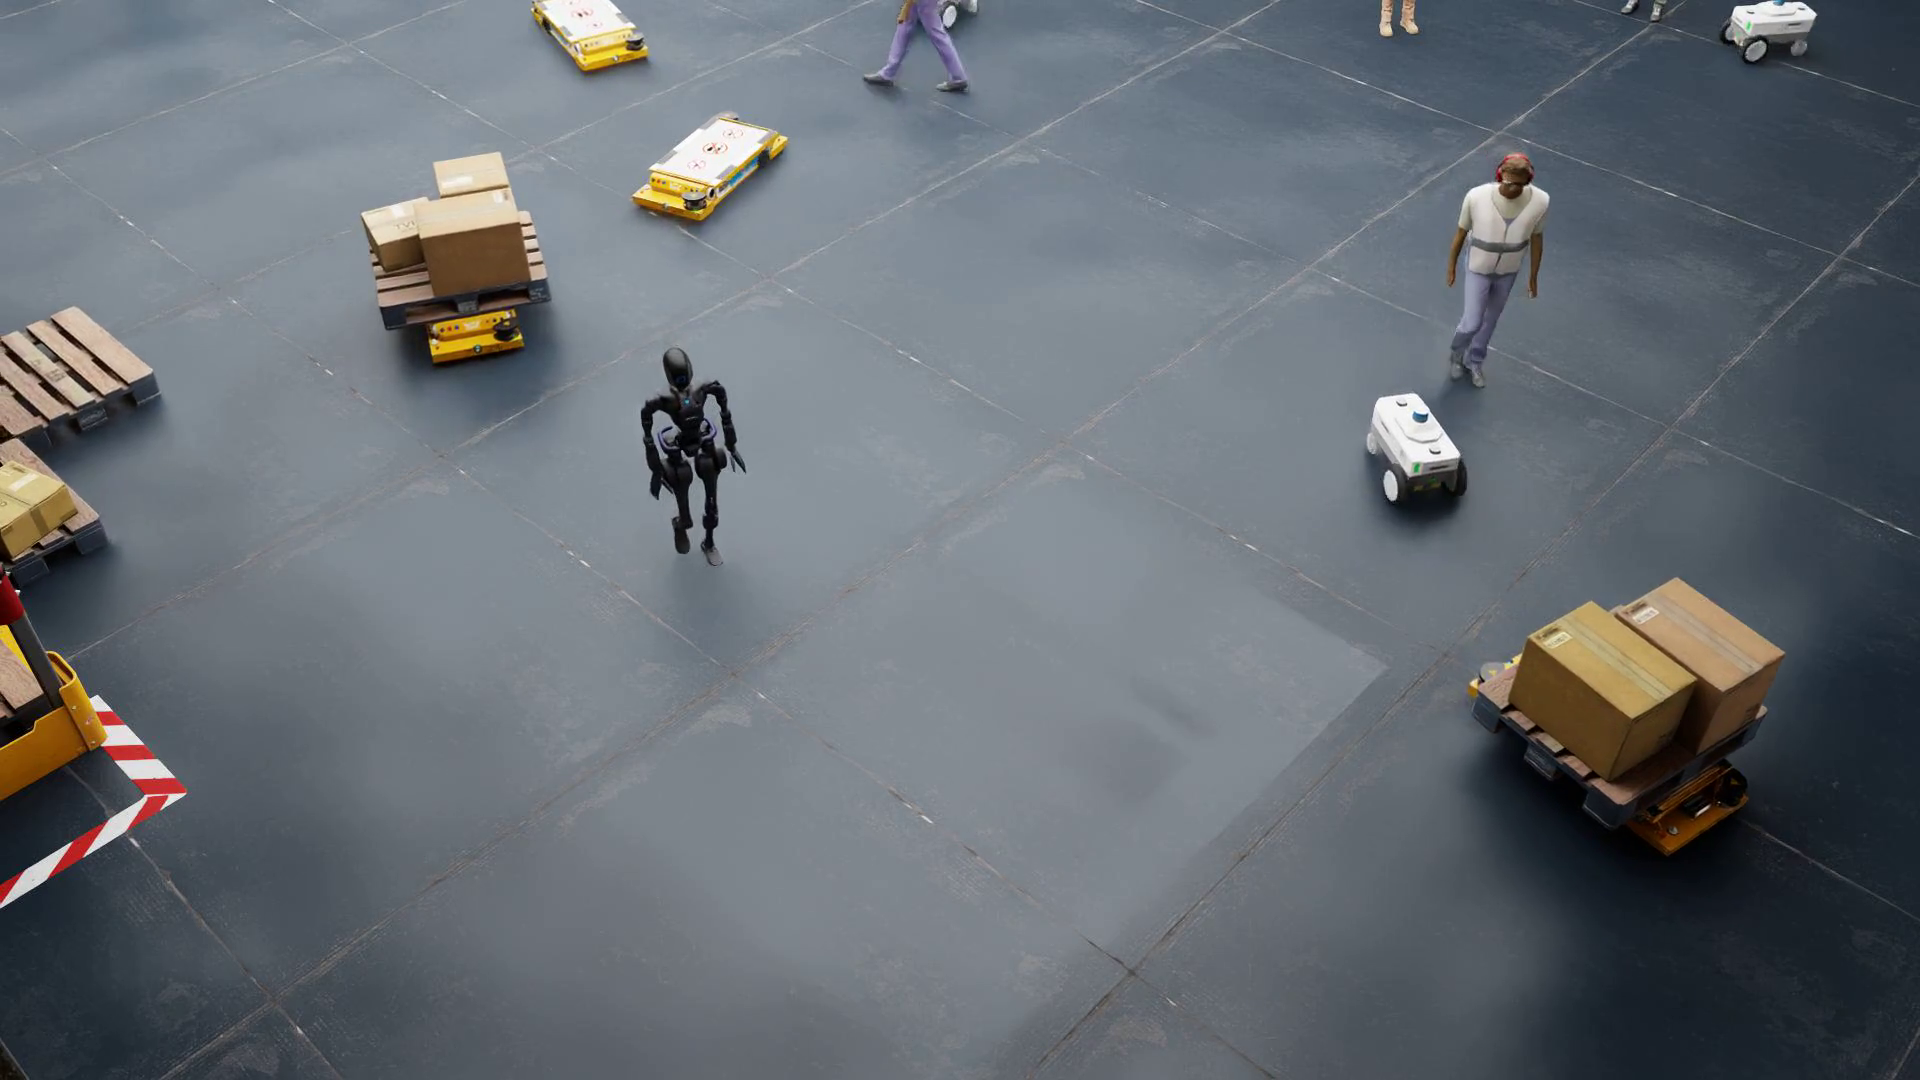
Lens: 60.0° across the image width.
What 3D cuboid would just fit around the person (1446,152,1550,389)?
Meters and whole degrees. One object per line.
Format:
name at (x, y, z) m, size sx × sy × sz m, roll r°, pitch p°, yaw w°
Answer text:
person at (3.654, -1.838, 11.404) m, size 0.589 × 1.826 × 0.472 m, roll -2°, pitch 42°, yaw -2°

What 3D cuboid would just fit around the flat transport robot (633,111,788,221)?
flat transport robot at (-2.095, -3.172, 14.052) m, size 0.659 × 0.231 × 1.431 m, roll 18°, pitch 45°, yaw 19°

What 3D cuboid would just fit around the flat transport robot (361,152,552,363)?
flat transport robot at (-3.745, -1.857, 12.590) m, size 0.659 × 0.231 × 1.431 m, roll -13°, pitch 44°, yaw -14°

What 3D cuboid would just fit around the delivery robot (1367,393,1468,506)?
delivery robot at (3.009, -0.616, 10.994) m, size 0.499 × 0.591 × 0.768 m, roll -9°, pitch 43°, yaw -10°

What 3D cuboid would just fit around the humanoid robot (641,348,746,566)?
humanoid robot at (-1.614, -0.517, 10.054) m, size 0.605 × 1.642 × 0.382 m, roll -19°, pitch 45°, yaw -20°

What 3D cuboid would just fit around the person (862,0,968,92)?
person at (-0.379, -4.821, 14.743) m, size 0.974 × 1.795 × 0.571 m, roll -2°, pitch 42°, yaw -3°

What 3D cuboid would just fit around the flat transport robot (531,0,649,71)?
flat transport robot at (-3.585, -4.941, 16.018) m, size 0.659 × 0.231 × 1.431 m, roll -21°, pitch 46°, yaw -22°

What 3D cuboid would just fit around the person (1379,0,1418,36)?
person at (4.282, -5.623, 15.672) m, size 0.497 × 1.743 × 0.306 m, roll -8°, pitch 43°, yaw -9°

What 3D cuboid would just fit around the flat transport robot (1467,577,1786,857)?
flat transport robot at (3.608, 1.103, 9.300) m, size 0.659 × 0.231 × 1.431 m, roll -24°, pitch 47°, yaw -24°

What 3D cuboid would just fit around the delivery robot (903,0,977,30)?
delivery robot at (-0.154, -5.375, 16.279) m, size 0.521 × 0.585 × 0.757 m, roll 27°, pitch 49°, yaw 27°

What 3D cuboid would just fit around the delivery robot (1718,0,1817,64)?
delivery robot at (7.630, -4.841, 15.707) m, size 0.812 × 0.614 × 0.499 m, roll -6°, pitch 42°, yaw -7°

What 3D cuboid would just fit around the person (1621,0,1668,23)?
person at (6.776, -5.925, 15.946) m, size 0.564 × 1.832 × 0.411 m, roll 21°, pitch 46°, yaw 22°
